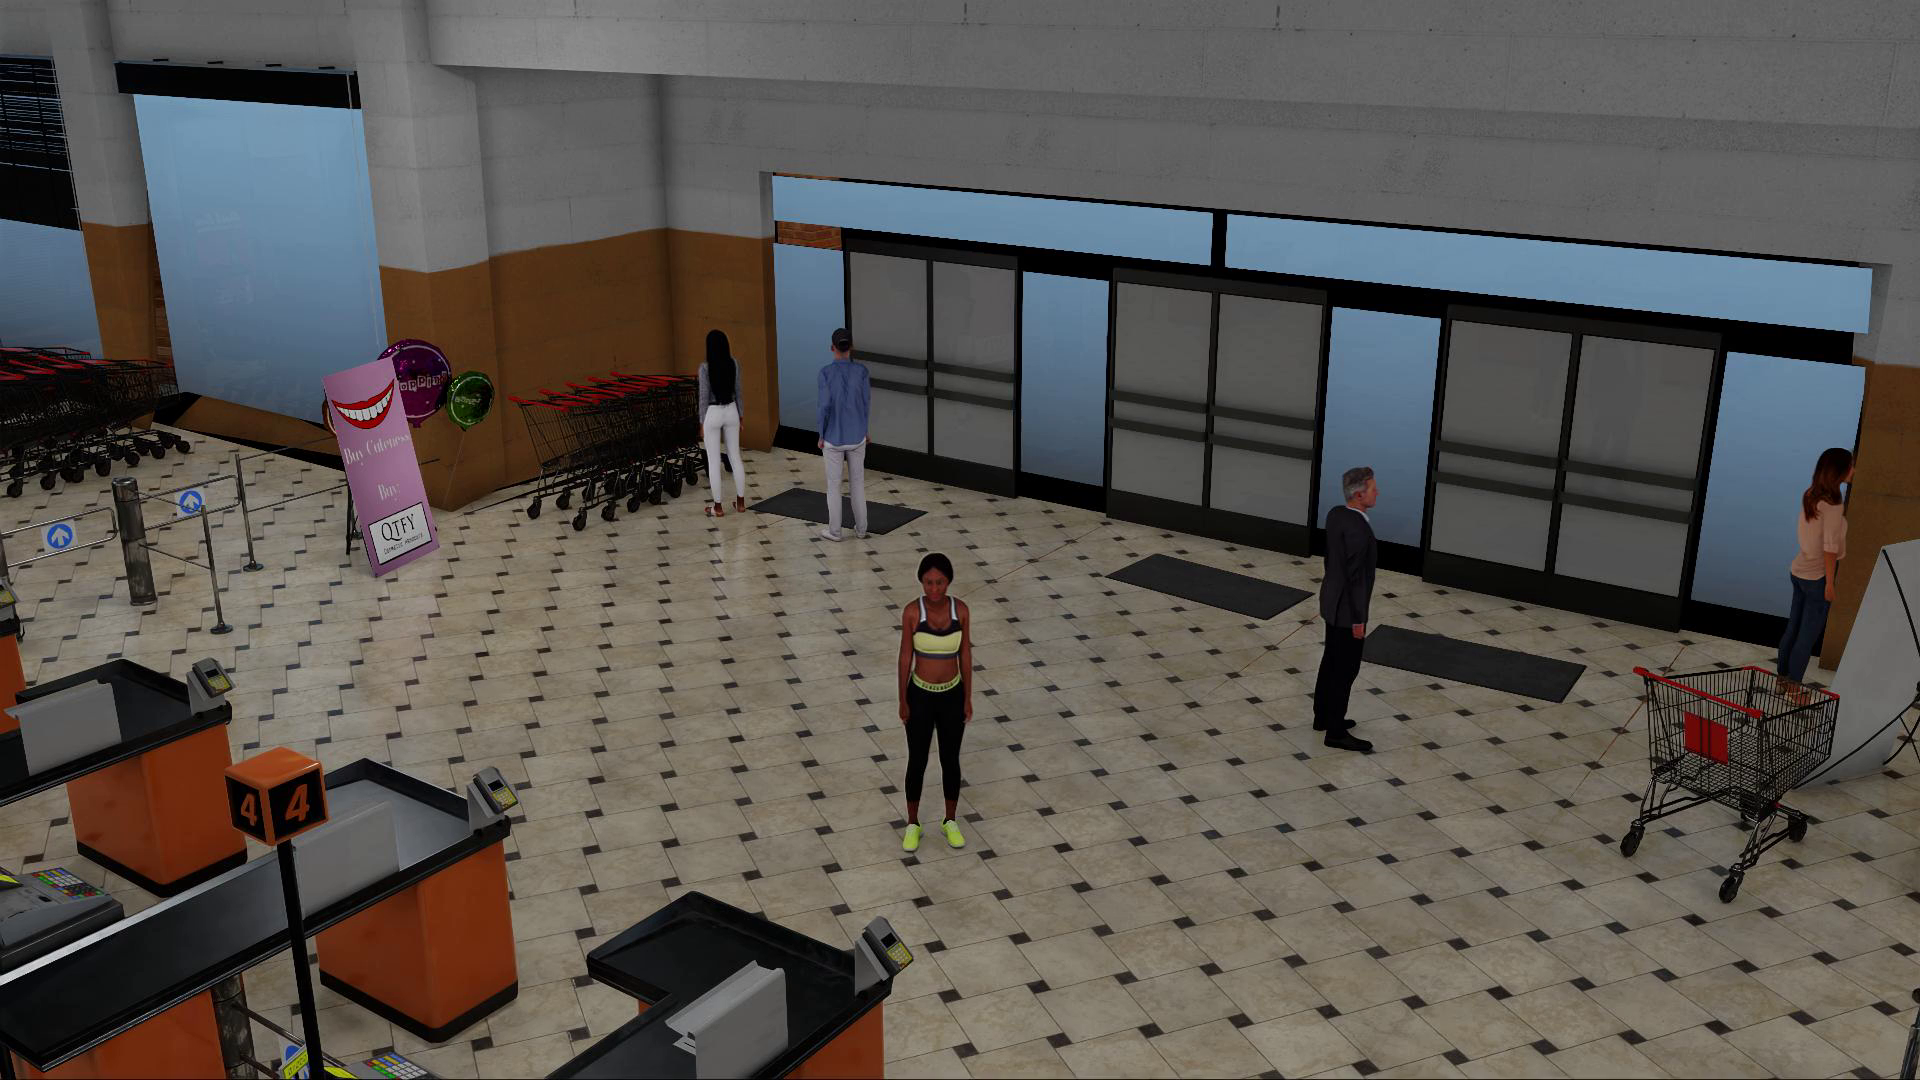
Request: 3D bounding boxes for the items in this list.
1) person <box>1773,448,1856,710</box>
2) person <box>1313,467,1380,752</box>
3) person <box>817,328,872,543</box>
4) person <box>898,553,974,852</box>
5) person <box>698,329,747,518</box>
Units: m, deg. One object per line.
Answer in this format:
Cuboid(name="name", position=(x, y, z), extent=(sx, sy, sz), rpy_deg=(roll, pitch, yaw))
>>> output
Cuboid(name="person", position=(5.732, 0.242, 11.175), extent=(0.727, 1.792, 0.616), rpy_deg=(2, 19, 5))
Cuboid(name="person", position=(2.473, 0.409, 10.604), extent=(0.863, 1.840, 0.766), rpy_deg=(-1, 19, -3))
Cuboid(name="person", position=(-1.012, -0.916, 14.456), extent=(0.686, 1.888, 0.804), rpy_deg=(-8, 20, -23))
Cuboid(name="person", position=(-0.136, 0.895, 9.298), extent=(0.638, 1.753, 0.692), rpy_deg=(-3, 19, -8))
Cuboid(name="person", position=(-2.187, -1.078, 15.197), extent=(0.569, 1.724, 0.723), rpy_deg=(-12, 22, -31))
